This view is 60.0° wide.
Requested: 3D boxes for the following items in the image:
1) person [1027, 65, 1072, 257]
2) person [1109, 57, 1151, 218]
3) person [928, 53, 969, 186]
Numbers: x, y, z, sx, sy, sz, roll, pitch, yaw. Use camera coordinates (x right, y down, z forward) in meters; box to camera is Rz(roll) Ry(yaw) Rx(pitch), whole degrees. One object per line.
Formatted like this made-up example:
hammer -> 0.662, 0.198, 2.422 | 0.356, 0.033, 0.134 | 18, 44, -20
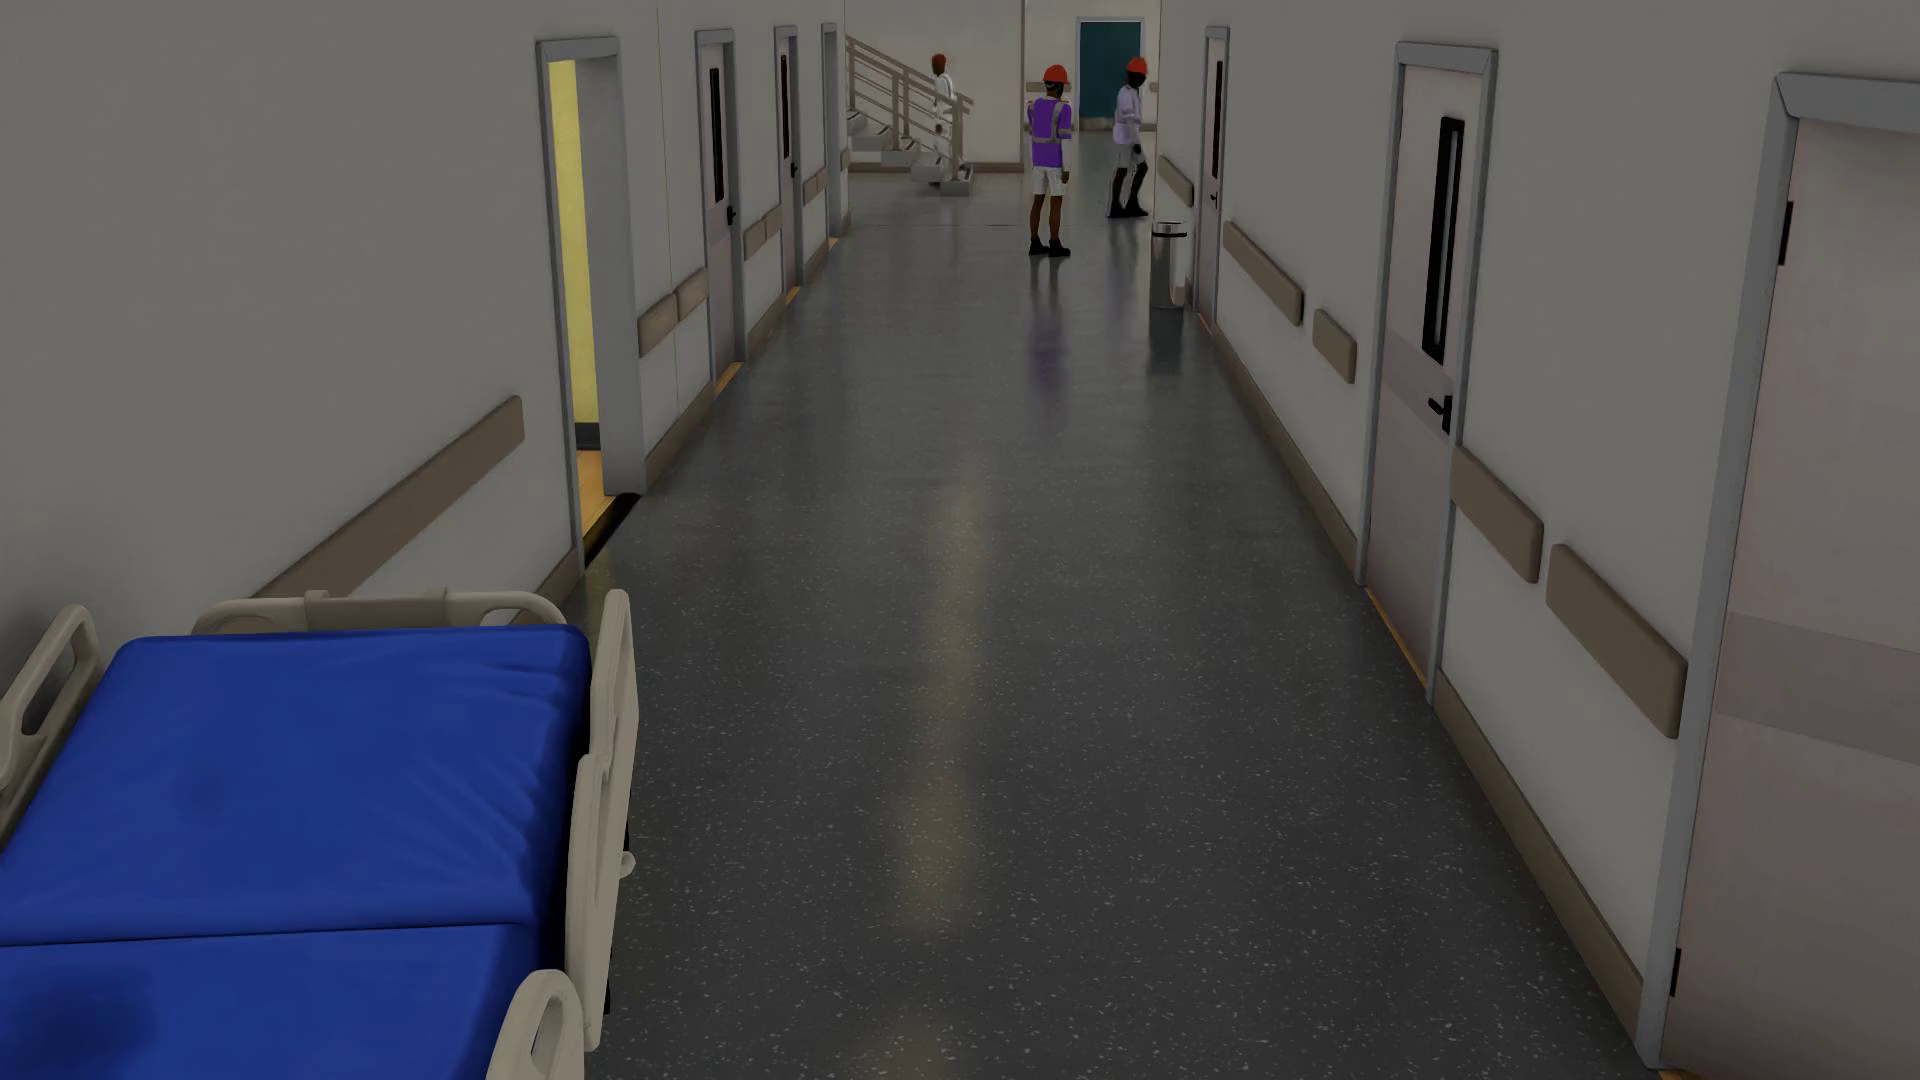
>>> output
person -> 0.945, -3.882, 17.084 | 0.537, 1.930, 0.379 | 15, 23, 39
person -> 2.101, -4.850, 20.145 | 0.608, 1.908, 0.544 | 7, 19, 20
person -> -0.181, -6.068, 24.056 | 0.496, 1.870, 0.694 | 1, 18, 3
